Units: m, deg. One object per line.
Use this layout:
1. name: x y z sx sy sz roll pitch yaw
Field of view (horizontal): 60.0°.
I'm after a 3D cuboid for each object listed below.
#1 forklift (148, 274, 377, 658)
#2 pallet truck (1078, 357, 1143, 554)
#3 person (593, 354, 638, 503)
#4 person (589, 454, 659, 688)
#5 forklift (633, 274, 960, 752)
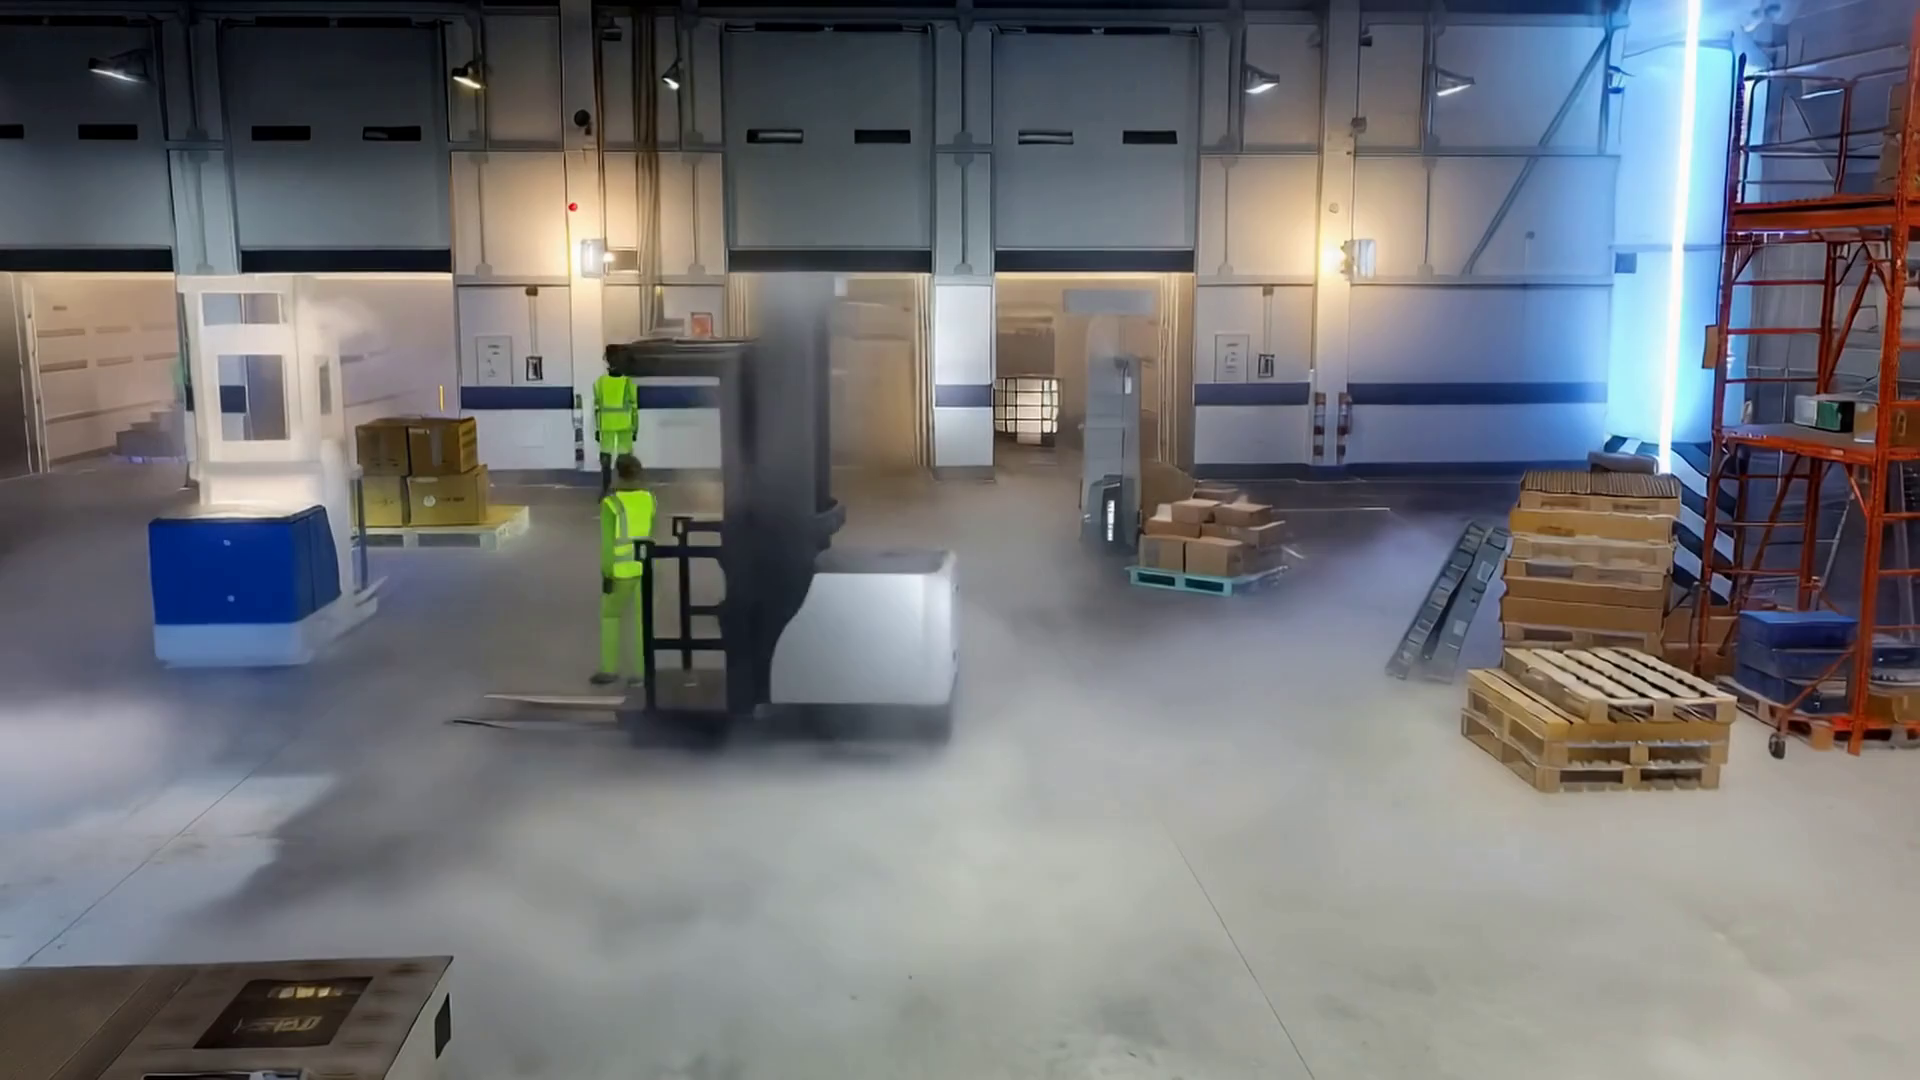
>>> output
1. forklift: -5.348 -0.627 12.681 1.129 2.768 1.873 -1 9 -4
2. pallet truck: 2.088 -0.836 16.757 1.885 1.965 0.823 2 9 13
3. person: -4.254 -1.400 20.532 0.551 1.928 0.388 0 9 1
4. person: -2.289 0.215 11.364 0.650 1.610 0.523 8 12 43
5. forklift: -0.959 -0.213 10.086 1.873 2.768 1.129 0 9 3
